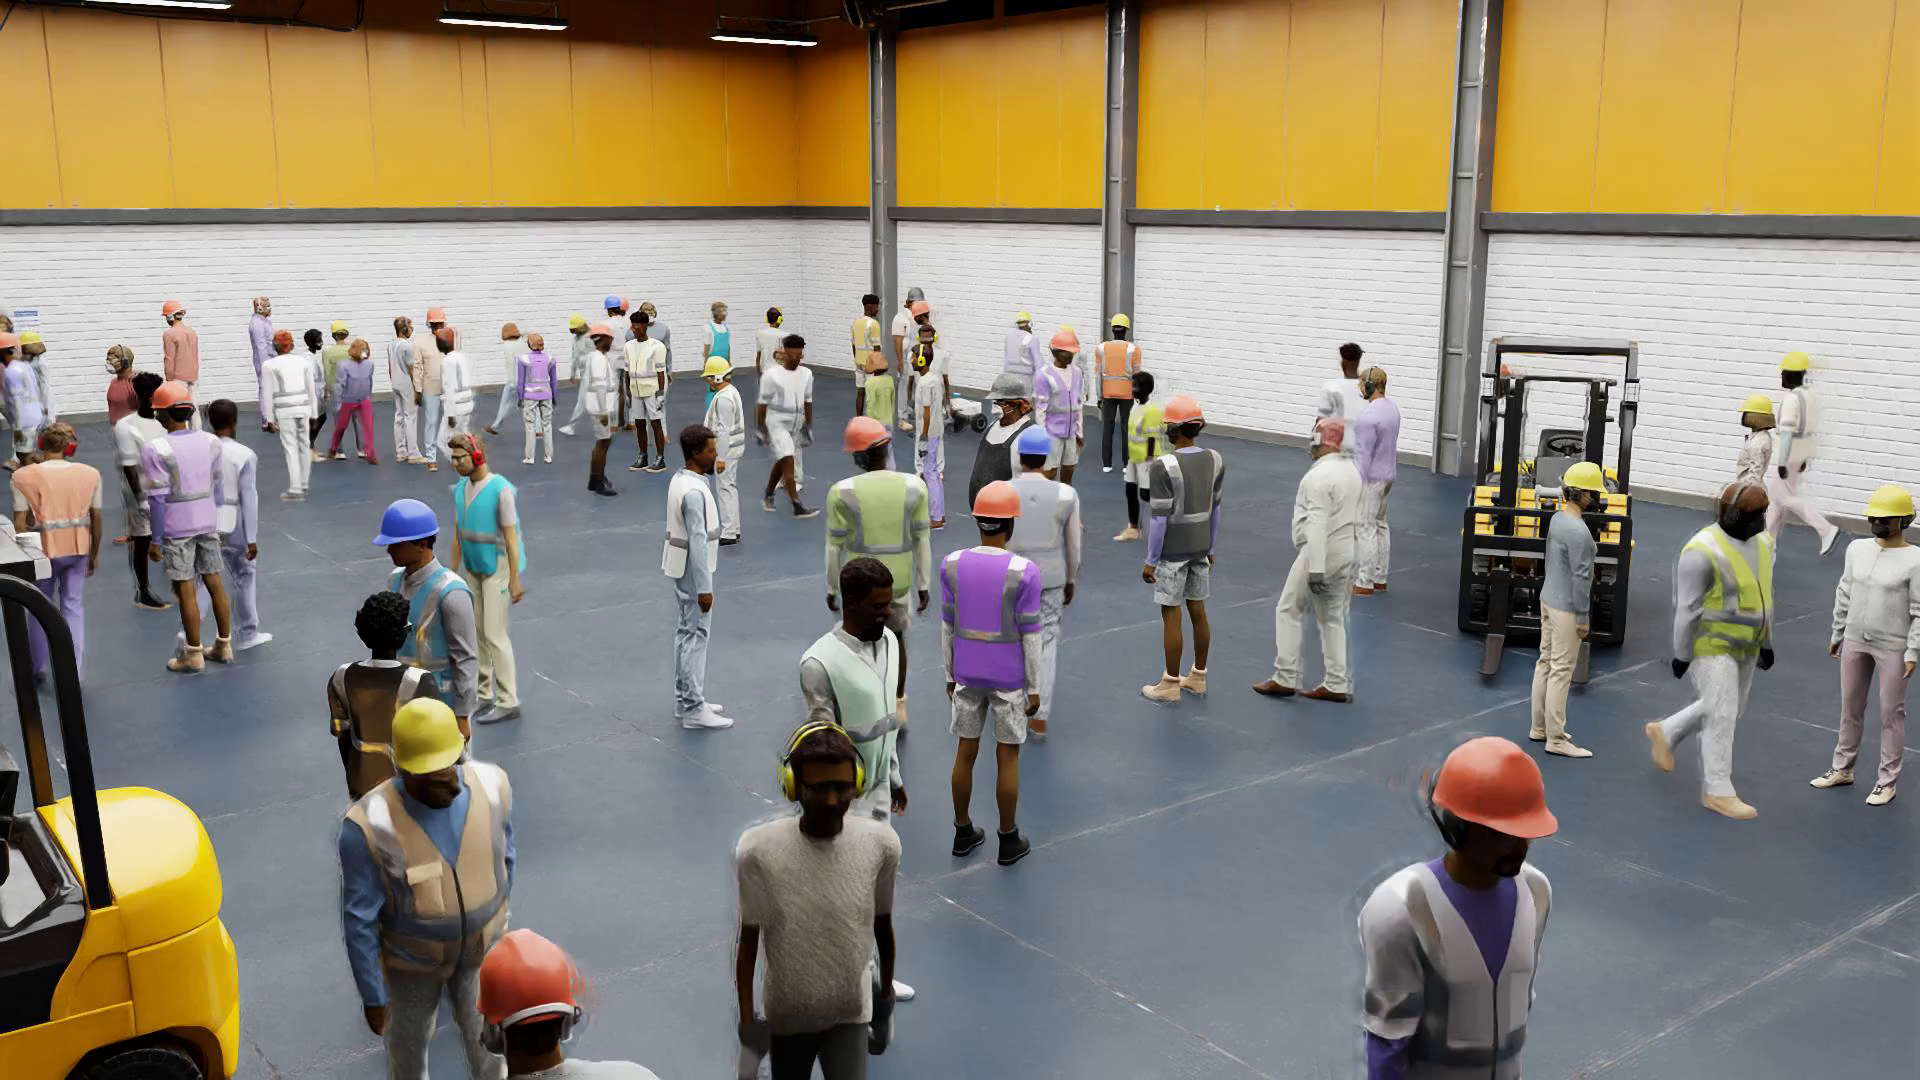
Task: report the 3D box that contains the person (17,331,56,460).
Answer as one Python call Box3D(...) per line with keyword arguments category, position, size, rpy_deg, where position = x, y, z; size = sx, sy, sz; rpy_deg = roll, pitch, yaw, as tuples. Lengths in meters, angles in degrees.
Box3D(category="person", position=(-10.967, -1.620, 19.796), size=(0.484, 1.738, 0.320), rpy_deg=(10, 16, 41))

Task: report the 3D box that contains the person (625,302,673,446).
Box3D(category="person", position=(-4.148, -2.222, 22.256), size=(0.636, 1.928, 0.383), rpy_deg=(-7, 14, -32))

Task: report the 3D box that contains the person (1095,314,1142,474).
Box3D(category="person", position=(1.908, -1.750, 19.979), size=(0.585, 1.921, 0.373), rpy_deg=(4, 12, 20))

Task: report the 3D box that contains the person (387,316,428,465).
Box3D(category="person", position=(-6.880, -1.854, 20.670), size=(0.505, 1.845, 0.346), rpy_deg=(9, 15, 37))

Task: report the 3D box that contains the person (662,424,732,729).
Box3D(category="person", position=(-1.675, 0.227, 10.442), size=(0.373, 1.915, 0.596), rpy_deg=(-4, 12, -17))

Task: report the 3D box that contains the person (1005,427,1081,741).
Box3D(category="person", position=(0.450, 0.240, 10.439), size=(0.623, 1.885, 1.009), rpy_deg=(0, 12, -2))

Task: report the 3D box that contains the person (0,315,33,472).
Box3D(category="person", position=(-11.555, -1.784, 20.242), size=(0.635, 1.888, 1.020), rpy_deg=(0, 12, -2))

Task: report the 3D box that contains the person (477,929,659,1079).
Box3D(category="person", position=(-0.897, 1.716, 3.704), size=(0.557, 1.731, 0.455), rpy_deg=(-11, 16, -41))

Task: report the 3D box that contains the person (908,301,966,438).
Box3D(category="person", position=(-0.330, -2.329, 22.817), size=(0.717, 1.902, 0.575), rpy_deg=(1, 12, 4))

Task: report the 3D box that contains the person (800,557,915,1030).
Box3D(category="person", position=(-0.422, 1.001, 6.707), size=(0.388, 1.916, 0.589), rpy_deg=(6, 13, 26))

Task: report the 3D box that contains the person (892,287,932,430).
Box3D(category="person", position=(-0.614, -2.603, 23.806), size=(0.684, 2.000, 0.535), rpy_deg=(-11, 16, -43))

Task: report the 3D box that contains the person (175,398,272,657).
Box3D(category="person", position=(-5.345, -0.065, 11.946), size=(0.642, 1.886, 0.866), rpy_deg=(2, 12, 10))

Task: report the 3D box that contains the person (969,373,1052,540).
Box3D(category="person", position=(0.327, -0.221, 12.301), size=(0.537, 2.000, 0.678), rpy_deg=(-8, 14, -33))

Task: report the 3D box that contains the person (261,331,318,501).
Box3D(category="person", position=(-7.392, -1.367, 18.341), size=(0.687, 1.860, 0.579), rpy_deg=(10, 16, 41))

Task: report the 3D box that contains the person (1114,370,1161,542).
Box3D(category="person", position=(1.824, -0.795, 15.961), size=(0.608, 1.674, 0.533), rpy_deg=(-4, 12, -17))

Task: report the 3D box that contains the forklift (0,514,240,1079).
Box3D(category="forklift", position=(-3.687, 1.115, 5.480), size=(2.313, 2.155, 1.214), rpy_deg=(-9, 15, -36))

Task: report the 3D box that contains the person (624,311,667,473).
Box3D(category="person", position=(-3.805, -1.790, 20.098), size=(0.598, 1.958, 0.373), rpy_deg=(6, 13, 25))

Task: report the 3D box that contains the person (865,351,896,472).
Box3D(category="person", position=(-0.888, -1.263, 18.332), size=(0.277, 1.629, 0.508), rpy_deg=(7, 13, 30))

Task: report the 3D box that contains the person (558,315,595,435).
Box3D(category="person", position=(-5.253, -2.304, 23.224), size=(0.886, 1.673, 0.496), rpy_deg=(-9, 15, -38))

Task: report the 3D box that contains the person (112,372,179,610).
Box3D(category="person", position=(-6.408, -0.376, 13.290), size=(0.667, 1.936, 0.614), rpy_deg=(5, 13, 23))

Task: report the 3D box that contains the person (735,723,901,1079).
Box3D(category="person", position=(-0.427, 1.394, 5.004), size=(0.499, 1.839, 0.932), rpy_deg=(-1, 12, -6))

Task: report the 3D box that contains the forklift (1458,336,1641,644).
Box3D(category="forklift", position=(4.683, -0.471, 13.136), size=(1.214, 2.155, 2.313), rpy_deg=(4, 12, 20))

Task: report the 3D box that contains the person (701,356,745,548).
Box3D(category="person", position=(-2.249, -0.840, 15.843), size=(0.403, 1.816, 0.605), rpy_deg=(-1, 12, -4))

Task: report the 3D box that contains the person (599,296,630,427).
Box3D(category="person", position=(-4.919, -2.517, 23.745), size=(0.555, 1.900, 0.881), rpy_deg=(0, 12, 0))

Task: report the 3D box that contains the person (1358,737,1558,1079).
Box3D(category="person", position=(1.247, 1.442, 4.385), size=(0.604, 2.008, 1.031), rpy_deg=(-5, 13, -22))

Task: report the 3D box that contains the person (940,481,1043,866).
Box3D(category="person", position=(0.167, 0.662, 8.314), size=(0.544, 1.930, 0.389), rpy_deg=(6, 13, 26))

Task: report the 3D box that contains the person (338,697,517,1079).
Box3D(category="person", position=(-1.691, 1.339, 5.431), size=(0.605, 1.767, 0.972), rpy_deg=(-8, 14, -35))

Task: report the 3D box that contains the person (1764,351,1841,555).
Box3D(category="person", position=(7.802, -0.800, 15.457), size=(0.794, 1.905, 0.589), rpy_deg=(10, 15, 39))

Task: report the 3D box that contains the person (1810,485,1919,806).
Box3D(category="person", position=(5.038, 0.570, 9.149), size=(0.312, 1.769, 0.525), rpy_deg=(-6, 13, -28))

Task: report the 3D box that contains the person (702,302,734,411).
Box3D(category="person", position=(-3.429, -2.441, 23.540), size=(0.345, 1.832, 0.543), rpy_deg=(8, 14, 33))

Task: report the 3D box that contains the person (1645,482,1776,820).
Box3D(category="person", position=(4.105, 0.554, 9.105), size=(0.633, 1.816, 0.766), rpy_deg=(-7, 14, -30))

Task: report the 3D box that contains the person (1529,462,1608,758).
Box3D(category="person", position=(3.645, 0.406, 9.951), size=(0.329, 1.764, 0.524), rpy_deg=(0, 12, 2))

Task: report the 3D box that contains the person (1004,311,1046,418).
Box3D(category="person", position=(0.890, -2.133, 22.132), size=(0.437, 1.802, 0.781), rpy_deg=(-10, 15, -39))
